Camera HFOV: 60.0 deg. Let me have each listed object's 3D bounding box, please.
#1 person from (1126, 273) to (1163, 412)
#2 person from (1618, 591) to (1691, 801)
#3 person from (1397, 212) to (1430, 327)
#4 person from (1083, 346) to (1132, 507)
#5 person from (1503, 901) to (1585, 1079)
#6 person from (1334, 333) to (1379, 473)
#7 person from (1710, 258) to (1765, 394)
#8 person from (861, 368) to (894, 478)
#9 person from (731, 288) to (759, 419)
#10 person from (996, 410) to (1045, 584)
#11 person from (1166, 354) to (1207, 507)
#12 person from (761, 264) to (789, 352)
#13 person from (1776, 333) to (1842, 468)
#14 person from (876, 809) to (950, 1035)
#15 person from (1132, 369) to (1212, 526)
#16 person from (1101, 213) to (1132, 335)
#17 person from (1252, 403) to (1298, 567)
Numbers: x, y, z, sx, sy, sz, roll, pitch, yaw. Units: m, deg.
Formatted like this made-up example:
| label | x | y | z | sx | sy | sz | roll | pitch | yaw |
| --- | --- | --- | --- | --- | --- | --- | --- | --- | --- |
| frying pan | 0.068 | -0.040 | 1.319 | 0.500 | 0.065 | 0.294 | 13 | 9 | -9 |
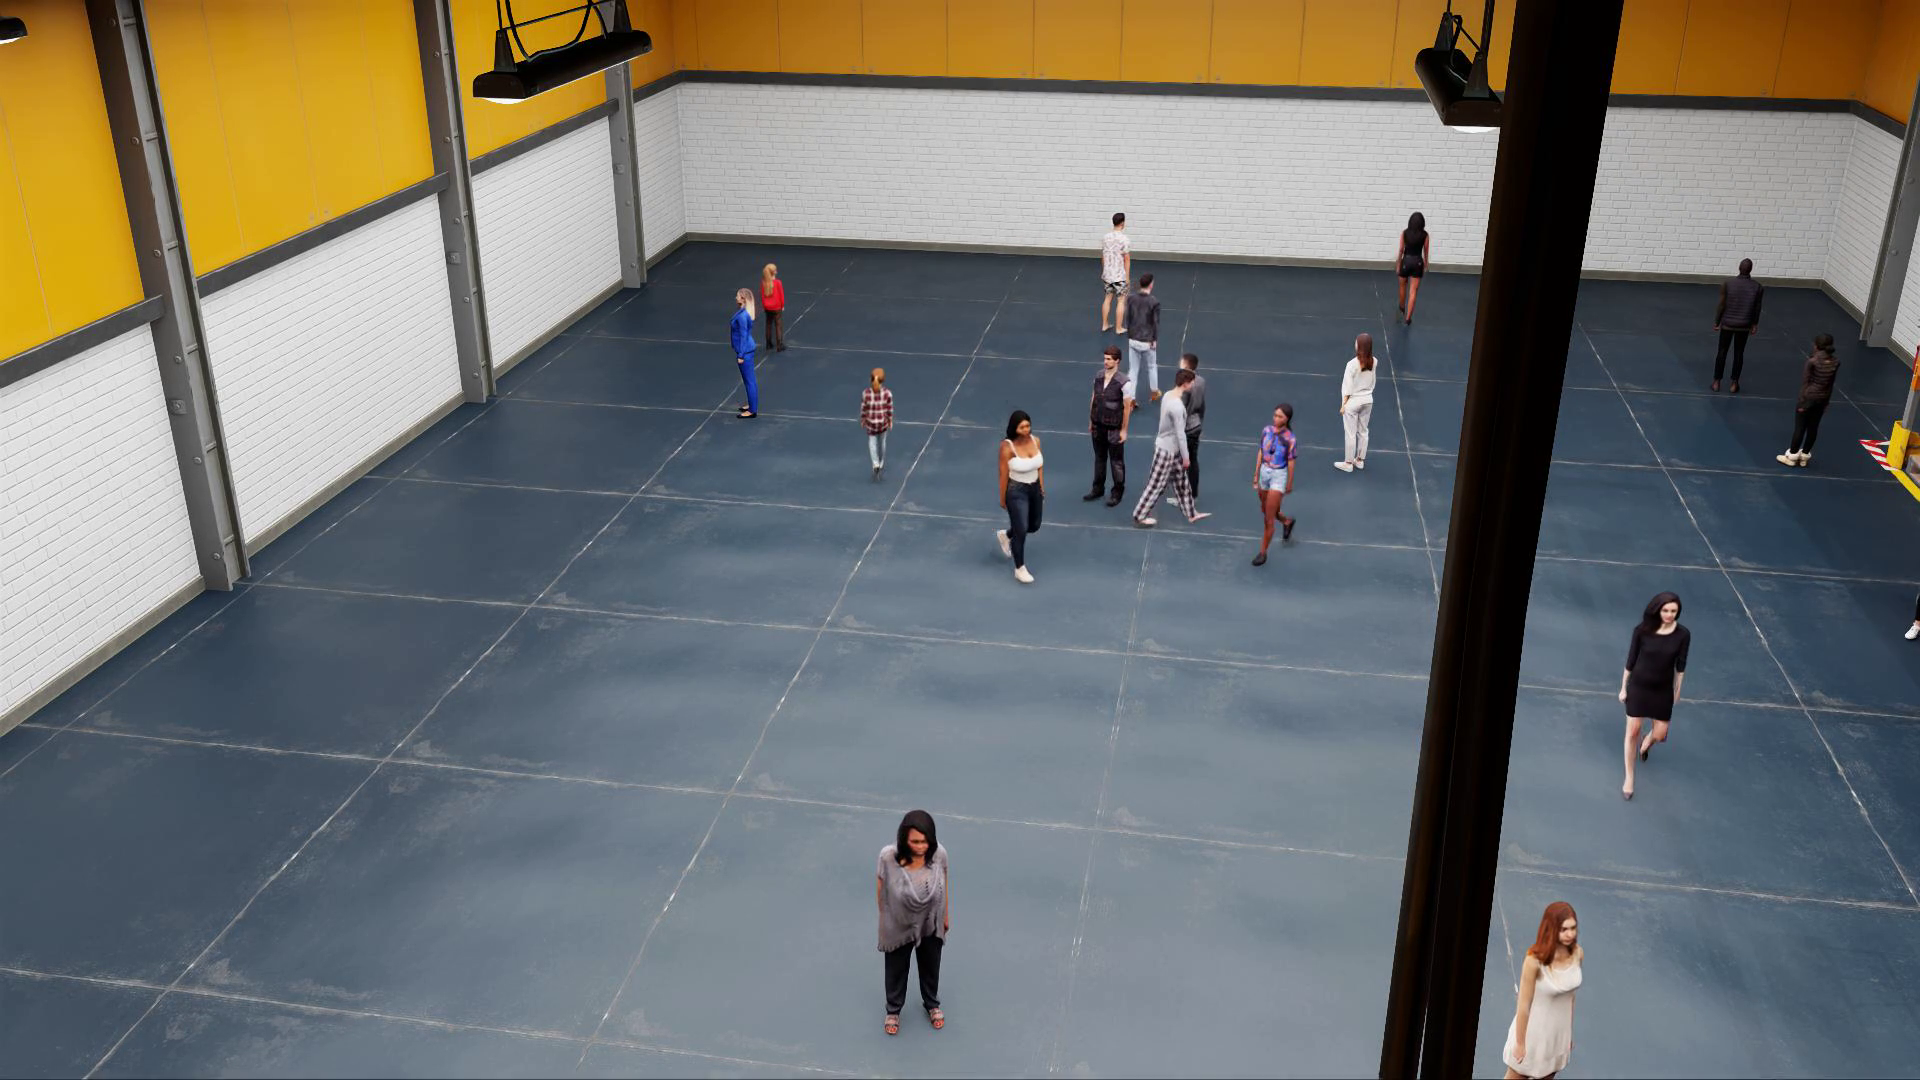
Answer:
| label | x | y | z | sx | sy | sz | roll | pitch | yaw |
| --- | --- | --- | --- | --- | --- | --- | --- | --- | --- |
| person | 2.336 | -2.557 | 21.717 | 0.832 | 1.811 | 1.048 | 11 | 26 | 23 |
| person | 5.453 | 1.186 | 13.180 | 0.651 | 1.791 | 0.818 | 7 | 25 | 15 |
| person | 6.888 | -4.090 | 25.384 | 0.690 | 1.683 | 1.208 | 7 | 24 | 15 |
| person | 1.695 | -1.307 | 18.812 | 0.742 | 1.848 | 0.751 | 20 | 30 | 37 |
| person | 3.345 | 2.806 | 9.572 | 0.641 | 1.712 | 0.662 | -7 | 25 | -16 |
| person | 4.736 | -1.643 | 19.779 | 0.686 | 1.689 | 0.731 | -13 | 27 | -28 |
| person | 10.492 | -2.908 | 22.490 | 0.740 | 1.836 | 0.647 | 9 | 25 | 20 |
| person | -0.983 | -1.389 | 19.697 | 0.671 | 1.289 | 0.896 | -2 | 24 | -4 |
| person | -2.767 | -2.441 | 21.589 | 0.718 | 1.701 | 0.556 | -1 | 24 | -1 |
| person | 0.586 | -0.486 | 17.004 | 1.016 | 1.792 | 1.071 | -15 | 28 | -31 |
| person | 2.571 | -1.240 | 18.770 | 0.762 | 1.758 | 0.646 | 18 | 29 | 35 |
| person | -2.738 | -3.413 | 24.338 | 0.525 | 1.281 | 0.520 | 8 | 25 | 17 |
| person | 10.185 | -1.651 | 19.832 | 0.710 | 1.661 | 0.643 | 4 | 24 | 8 |
| person | -0.296 | 2.399 | 10.626 | 0.733 | 1.614 | 0.769 | -5 | 24 | -11 |
| person | 2.170 | -0.961 | 18.089 | 0.818 | 1.793 | 1.082 | 0 | 24 | -1 |
| person | 2.349 | -4.023 | 25.071 | 0.741 | 1.812 | 0.750 | 20 | 31 | 39 |
| person | 3.328 | -0.619 | 17.404 | 1.133 | 1.715 | 0.997 | -21 | 31 | -39 |
